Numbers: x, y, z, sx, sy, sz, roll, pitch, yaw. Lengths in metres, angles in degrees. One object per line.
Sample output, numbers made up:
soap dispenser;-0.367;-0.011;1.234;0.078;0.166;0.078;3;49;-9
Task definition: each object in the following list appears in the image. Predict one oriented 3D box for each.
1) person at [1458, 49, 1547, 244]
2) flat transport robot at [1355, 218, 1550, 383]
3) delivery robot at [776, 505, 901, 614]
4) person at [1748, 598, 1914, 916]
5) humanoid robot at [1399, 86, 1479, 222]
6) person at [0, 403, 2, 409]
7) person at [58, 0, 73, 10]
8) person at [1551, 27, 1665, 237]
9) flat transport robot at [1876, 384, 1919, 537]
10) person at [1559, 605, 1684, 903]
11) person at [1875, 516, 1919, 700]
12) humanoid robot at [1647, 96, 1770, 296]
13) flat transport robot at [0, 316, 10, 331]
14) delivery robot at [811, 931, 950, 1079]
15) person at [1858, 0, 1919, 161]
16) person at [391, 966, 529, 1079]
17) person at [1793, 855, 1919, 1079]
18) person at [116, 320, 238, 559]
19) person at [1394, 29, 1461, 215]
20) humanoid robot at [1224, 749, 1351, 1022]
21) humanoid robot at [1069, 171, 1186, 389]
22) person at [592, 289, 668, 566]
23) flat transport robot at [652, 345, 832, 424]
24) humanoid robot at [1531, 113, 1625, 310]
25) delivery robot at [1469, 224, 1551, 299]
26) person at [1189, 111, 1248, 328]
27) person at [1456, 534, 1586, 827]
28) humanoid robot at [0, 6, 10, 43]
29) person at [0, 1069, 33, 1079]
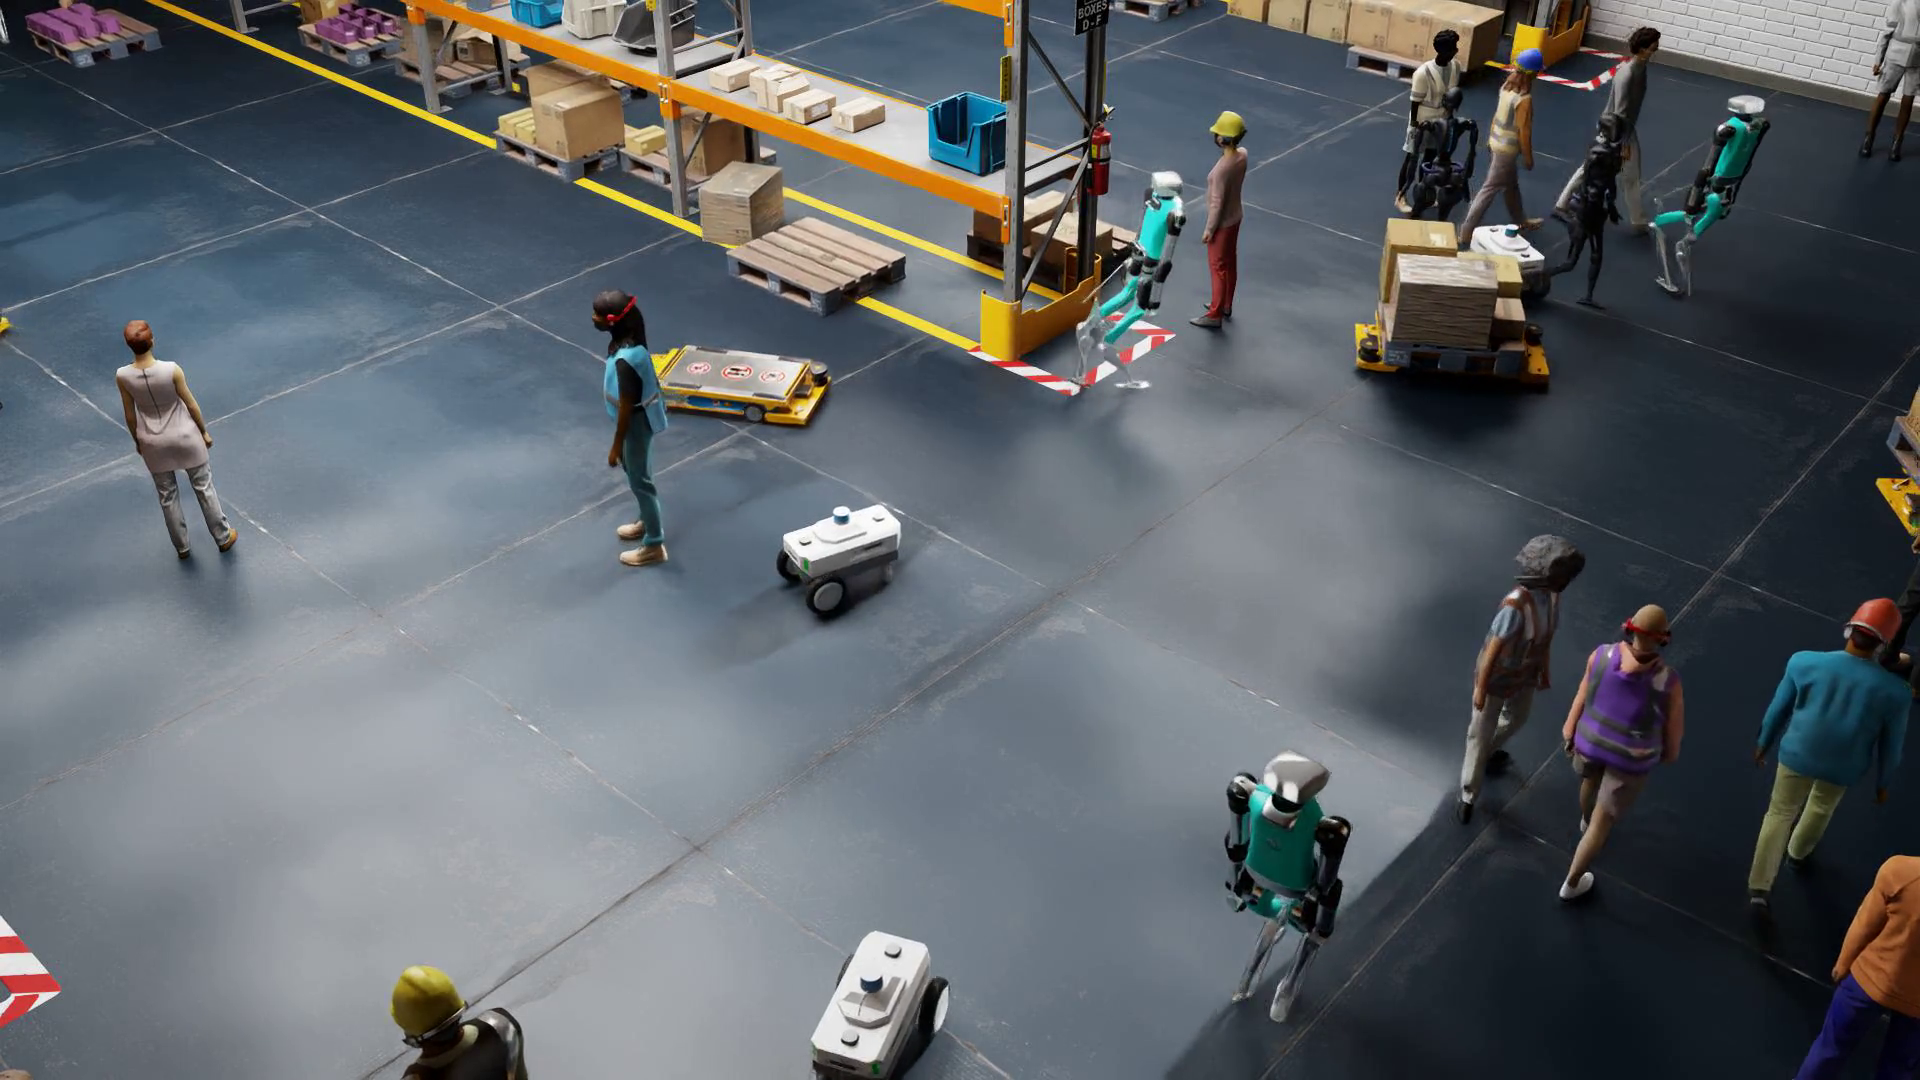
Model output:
person;4.834;-3.399;14.445;0.829;1.733;0.481;-2;35;-3
flat transport robot;3.828;-1.504;12.989;1.431;0.231;0.659;5;35;8
delivery robot;-0.764;0.077;10.457;0.777;0.605;0.511;-18;39;-25
person;4.155;1.064;8.010;0.619;1.695;0.798;18;38;24
humanoid robot;3.997;-2.988;13.893;0.591;1.650;0.339;-2;35;-2
person;-7.368;-1.706;11.824;0.539;1.932;0.382;5;35;7
person;-10.953;-7.134;19.860;0.581;1.715;0.800;-28;44;-34
person;5.816;-3.570;14.597;0.533;1.843;1.005;-30;44;-36
flat transport robot;7.011;-0.228;11.140;1.431;0.231;0.659;3;35;4
person;3.261;0.991;8.152;0.800;1.664;0.489;-28;44;-35
person;5.574;0.082;9.304;0.332;1.844;0.517;-13;37;-18
humanoid robot;6.008;-2.801;13.627;0.561;1.835;0.763;-17;38;-23
flat transport robot;-8.462;-1.761;13.362;1.431;0.231;0.659;12;36;17
delivery robot;-0.385;2.123;7.464;0.499;0.572;0.747;11;36;16
person;9.144;-4.636;16.077;0.547;1.923;0.385;15;37;20
person;-1.827;2.264;6.171;0.403;1.818;0.596;19;39;26
person;3.824;1.786;6.729;0.516;1.975;0.402;18;39;24
person;-4.976;-0.631;10.497;0.457;1.660;0.280;-9;36;-13
person;4.251;-3.785;15.044;0.534;1.692;0.320;-19;39;-25
humanoid robot;1.490;1.509;7.348;0.535;1.781;0.788;22;40;29
humanoid robot;1.141;-1.838;12.182;0.892;1.746;0.547;-6;35;-8
person;-2.036;-0.700;10.425;0.413;1.861;0.578;-6;35;-8
flat transport robot;-1.747;-1.173;12.510;1.431;0.231;0.659;8;35;11
humanoid robot;5.087;-2.681;13.474;0.628;1.640;0.601;29;44;35
delivery robot;4.590;-2.342;13.957;0.499;0.601;0.796;-8;35;-12
person;2.070;-2.531;13.157;0.302;1.771;0.522;18;38;24
person;2.831;0.698;8.570;0.628;1.666;0.353;-22;40;-29
humanoid robot;-11.324;-6.593;19.132;0.543;1.859;0.834;-20;39;-27
person;-3.190;2.492;5.971;0.487;1.660;0.341;-9;36;-12
